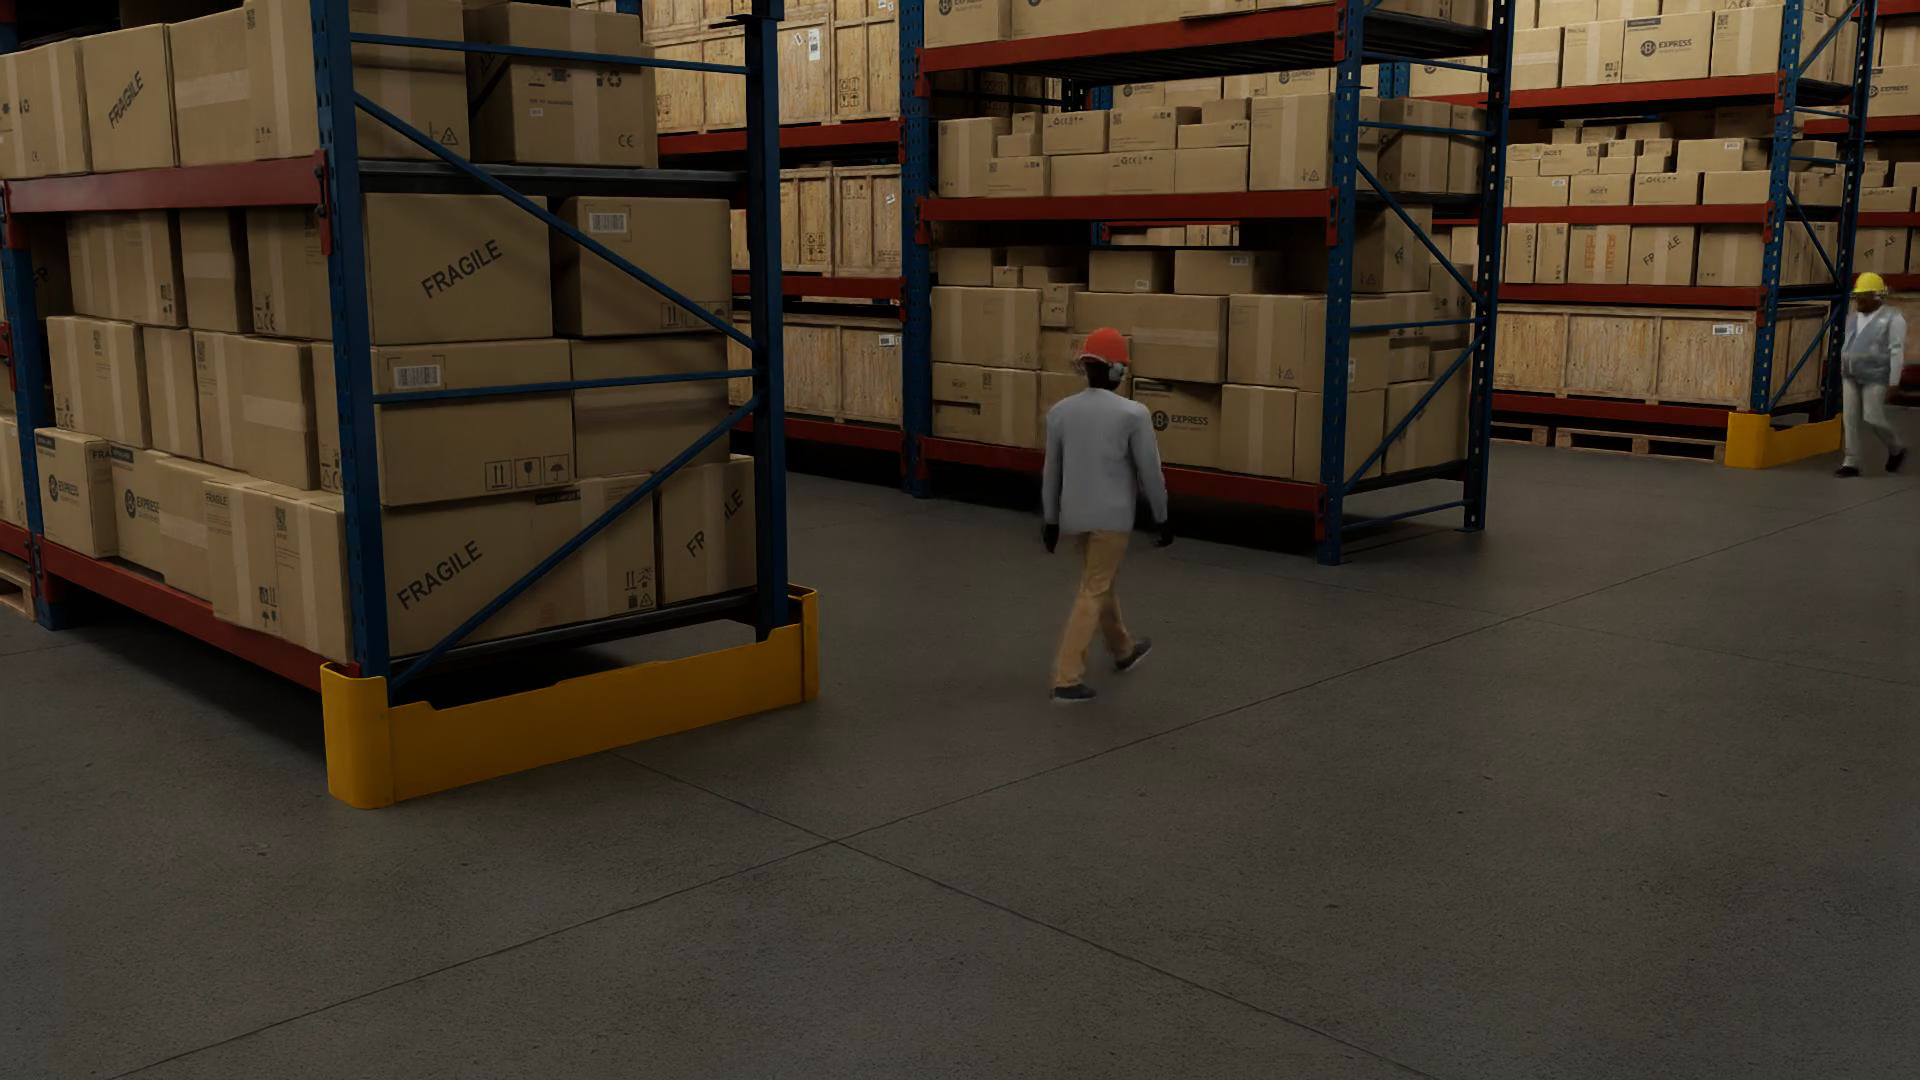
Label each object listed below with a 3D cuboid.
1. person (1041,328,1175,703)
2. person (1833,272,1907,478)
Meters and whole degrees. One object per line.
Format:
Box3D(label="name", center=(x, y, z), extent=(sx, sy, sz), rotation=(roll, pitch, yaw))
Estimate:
Box3D(label="person", center=(0.697, -0.128, 7.756), extent=(0.567, 1.703, 0.903), rotation=(10, 15, 44))
Box3D(label="person", center=(8.035, -1.443, 14.657), extent=(0.587, 1.811, 0.603), rotation=(-3, 11, -18))
